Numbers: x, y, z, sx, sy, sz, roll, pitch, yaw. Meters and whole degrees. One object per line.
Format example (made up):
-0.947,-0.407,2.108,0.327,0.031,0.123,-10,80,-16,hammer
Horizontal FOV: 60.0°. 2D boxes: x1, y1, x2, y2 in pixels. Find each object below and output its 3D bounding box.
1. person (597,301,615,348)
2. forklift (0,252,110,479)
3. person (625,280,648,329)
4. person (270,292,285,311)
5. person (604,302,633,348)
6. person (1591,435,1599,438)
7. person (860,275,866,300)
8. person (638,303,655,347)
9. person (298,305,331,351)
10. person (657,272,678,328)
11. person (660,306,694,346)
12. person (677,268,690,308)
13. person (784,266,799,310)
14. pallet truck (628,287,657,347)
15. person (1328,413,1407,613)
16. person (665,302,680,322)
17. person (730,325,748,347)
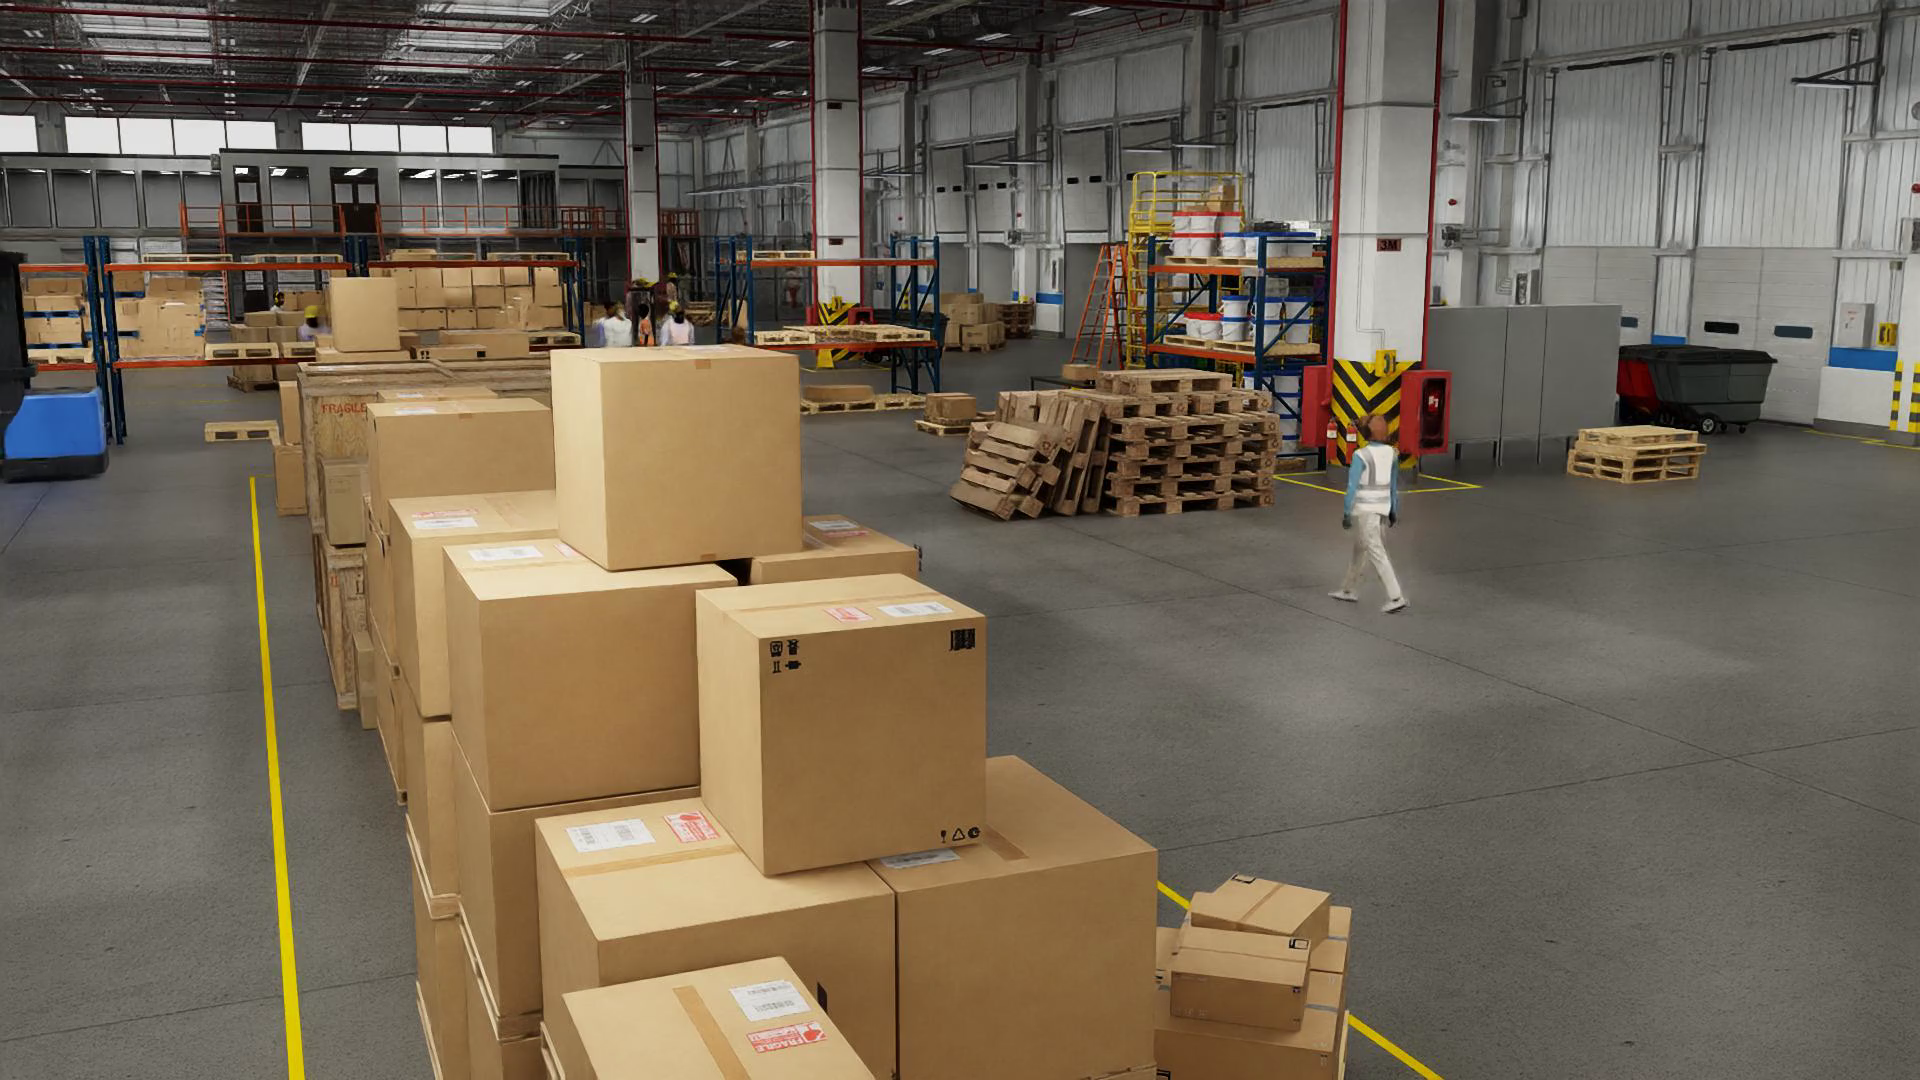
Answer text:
-6.440,-3.391,30.144,0.716,1.894,0.597,3,11,15,person
-11.762,-2.173,20.664,1.873,2.768,1.129,-4,11,-23,forklift
-8.713,-6.091,44.977,0.644,1.905,0.980,3,11,15,person
-14.603,-4.389,35.709,0.326,1.861,0.499,0,10,2,person
-6.076,-3.286,29.620,1.014,1.884,0.636,8,13,38,person
8.931,-2.157,23.304,0.586,1.890,0.714,-6,12,-30,person
-3.914,-9.436,63.355,0.623,1.906,0.864,-4,11,-20,person
-6.312,-3.904,33.460,0.321,1.699,0.535,-1,10,-7,person
-10.659,-2.910,27.432,0.599,1.894,0.637,1,10,4,person
-9.604,-7.933,55.131,0.892,1.894,0.594,-4,11,-22,person
-5.117,-3.328,30.089,0.630,1.798,1.001,-4,11,-19,person
-11.197,-10.055,67.046,0.639,1.819,0.649,5,11,24,person
-7.109,-10.671,70.184,0.624,1.900,1.101,-3,11,-14,person
-6.464,-4.406,35.401,0.823,1.965,1.885,6,12,32,pallet truck
3.344,-0.229,13.476,0.525,1.600,0.837,-8,13,-39,person
-5.950,-4.063,34.377,0.916,1.688,0.489,-6,12,-30,person
-3.047,-2.057,22.972,0.522,1.817,0.866,-4,11,-20,person
